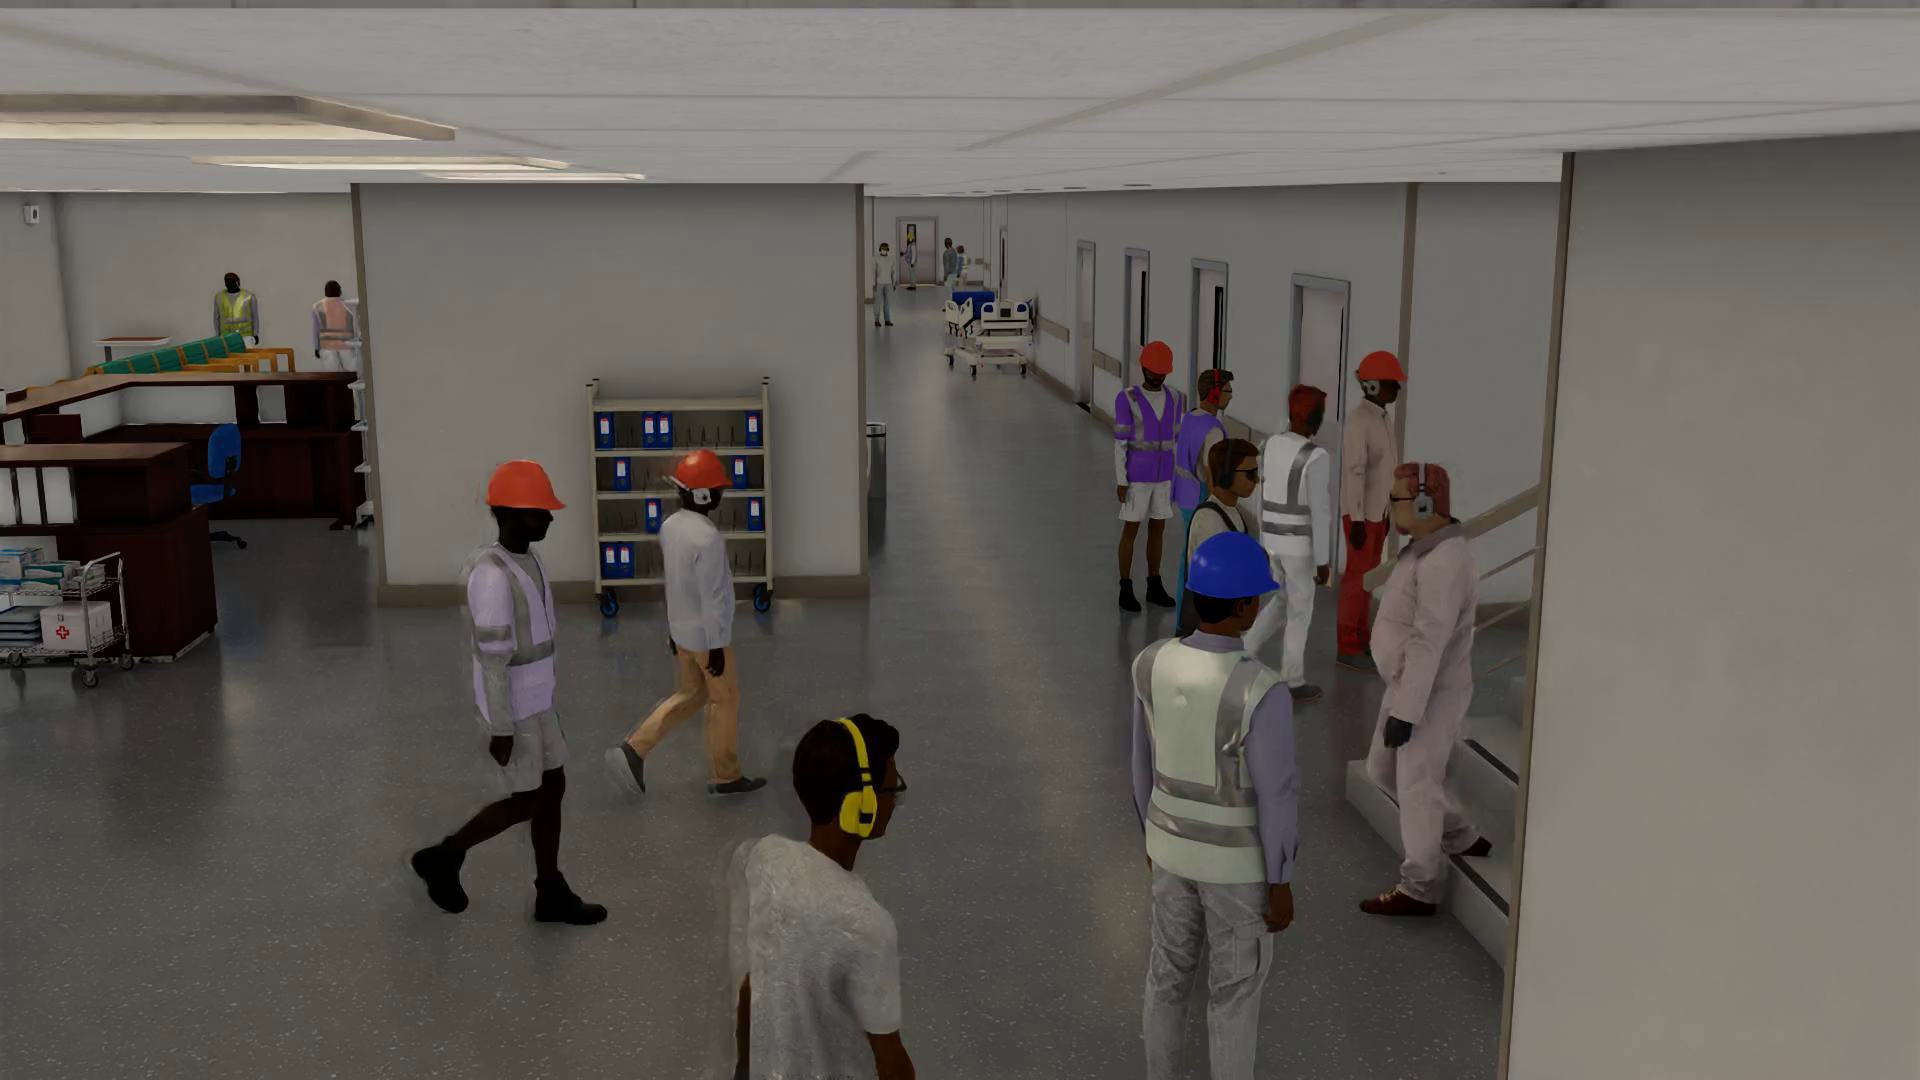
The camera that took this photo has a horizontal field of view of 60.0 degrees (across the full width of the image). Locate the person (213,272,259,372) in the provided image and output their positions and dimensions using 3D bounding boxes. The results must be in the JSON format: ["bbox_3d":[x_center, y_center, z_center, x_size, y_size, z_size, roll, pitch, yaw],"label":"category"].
[{"bbox_3d":[-10.804,-3.068,24.844,0.635,1.842,0.429,-2,12,-11],"label":"person"}]

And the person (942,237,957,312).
[{"bbox_3d":[-0.271,-6.947,43.566,0.352,1.936,0.635,5,12,21],"label":"person"}]

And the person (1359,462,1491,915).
[{"bbox_3d":[1.887,0.620,6.721,0.482,1.888,0.641,1,12,7],"label":"person"}]

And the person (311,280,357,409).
[{"bbox_3d":[-8.608,-2.675,22.995,0.625,1.818,0.444,-5,12,-22],"label":"person"}]

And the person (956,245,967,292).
[{"bbox_3d":[0.054,-7.766,48.377,0.328,1.608,0.635,2,12,8],"label":"person"}]

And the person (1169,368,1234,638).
[{"bbox_3d":[1.582,-0.202,10.861,0.390,1.837,0.561,-2,12,-10],"label":"person"}]

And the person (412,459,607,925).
[{"bbox_3d":[-1.813,0.626,6.604,0.673,1.916,0.559,1,12,5],"label":"person"}]

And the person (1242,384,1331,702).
[{"bbox_3d":[1.875,0.040,9.577,0.503,1.869,0.592,-6,13,-25],"label":"person"}]

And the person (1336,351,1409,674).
[{"bbox_3d":[2.561,-0.181,10.363,0.402,1.991,0.633,6,13,29],"label":"person"}]

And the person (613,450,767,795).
[{"bbox_3d":[-1.311,0.426,8.036,0.675,1.732,0.569,-7,13,-30],"label":"person"}]

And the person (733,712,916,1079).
[{"bbox_3d":[-0.193,1.262,3.676,0.836,1.834,0.571,-7,14,-32],"label":"person"}]

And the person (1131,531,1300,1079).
[{"bbox_3d":[0.771,0.935,5.021,0.387,1.949,0.602,-10,15,-39],"label":"person"}]

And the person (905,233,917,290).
[{"bbox_3d":[-1.590,-9.044,54.065,0.404,1.830,0.599,-2,12,-8],"label":"person"}]

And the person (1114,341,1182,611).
[{"bbox_3d":[1.363,-0.456,11.867,0.543,1.927,0.375,-5,13,-25],"label":"person"}]

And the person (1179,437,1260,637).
[{"bbox_3d":[1.196,0.434,7.731,0.340,1.838,0.516,4,12,18],"label":"person"}]

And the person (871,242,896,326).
[{"bbox_3d":[-1.772,-5.938,38.641,0.627,1.936,0.375,-6,13,-27],"label":"person"}]
